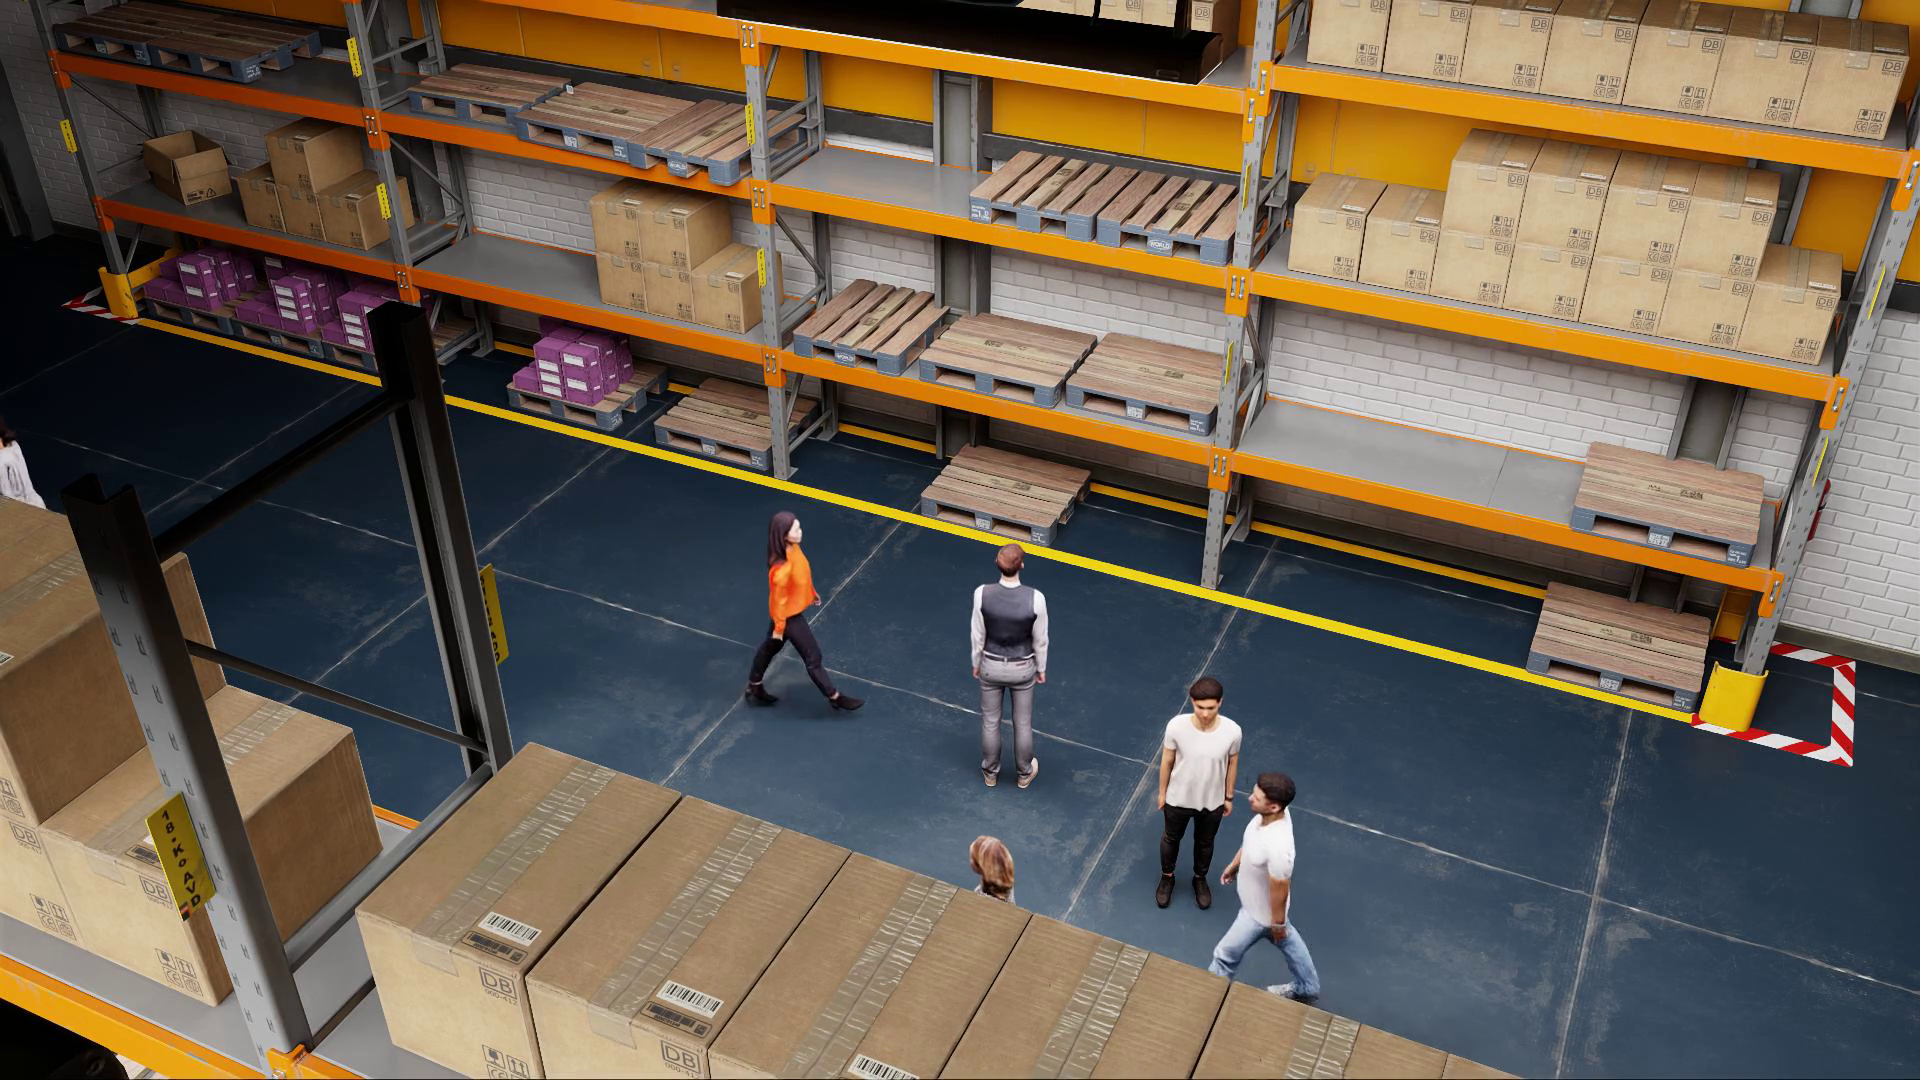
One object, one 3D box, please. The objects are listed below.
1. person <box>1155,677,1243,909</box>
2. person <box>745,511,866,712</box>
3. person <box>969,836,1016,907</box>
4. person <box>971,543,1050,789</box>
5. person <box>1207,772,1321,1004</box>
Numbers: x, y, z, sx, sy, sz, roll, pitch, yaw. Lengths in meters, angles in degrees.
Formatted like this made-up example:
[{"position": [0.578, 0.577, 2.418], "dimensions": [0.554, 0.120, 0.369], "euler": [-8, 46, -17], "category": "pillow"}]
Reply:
[{"position": [1.452, 1.535, 10.218], "dimensions": [0.595, 1.722, 0.750], "euler": [3, 34, 4], "category": "person"}, {"position": [-1.297, 0.534, 11.741], "dimensions": [1.205, 1.703, 0.959], "euler": [-1, 34, -1], "category": "person"}, {"position": [0.252, 2.335, 8.984], "dimensions": [1.118, 1.756, 0.673], "euler": [17, 37, 24], "category": "person"}, {"position": [0.318, 0.835, 11.077], "dimensions": [0.602, 1.938, 0.785], "euler": [5, 34, 7], "category": "person"}, {"position": [1.800, 2.028, 9.395], "dimensions": [1.261, 1.813, 0.906], "euler": [5, 34, 8], "category": "person"}]
